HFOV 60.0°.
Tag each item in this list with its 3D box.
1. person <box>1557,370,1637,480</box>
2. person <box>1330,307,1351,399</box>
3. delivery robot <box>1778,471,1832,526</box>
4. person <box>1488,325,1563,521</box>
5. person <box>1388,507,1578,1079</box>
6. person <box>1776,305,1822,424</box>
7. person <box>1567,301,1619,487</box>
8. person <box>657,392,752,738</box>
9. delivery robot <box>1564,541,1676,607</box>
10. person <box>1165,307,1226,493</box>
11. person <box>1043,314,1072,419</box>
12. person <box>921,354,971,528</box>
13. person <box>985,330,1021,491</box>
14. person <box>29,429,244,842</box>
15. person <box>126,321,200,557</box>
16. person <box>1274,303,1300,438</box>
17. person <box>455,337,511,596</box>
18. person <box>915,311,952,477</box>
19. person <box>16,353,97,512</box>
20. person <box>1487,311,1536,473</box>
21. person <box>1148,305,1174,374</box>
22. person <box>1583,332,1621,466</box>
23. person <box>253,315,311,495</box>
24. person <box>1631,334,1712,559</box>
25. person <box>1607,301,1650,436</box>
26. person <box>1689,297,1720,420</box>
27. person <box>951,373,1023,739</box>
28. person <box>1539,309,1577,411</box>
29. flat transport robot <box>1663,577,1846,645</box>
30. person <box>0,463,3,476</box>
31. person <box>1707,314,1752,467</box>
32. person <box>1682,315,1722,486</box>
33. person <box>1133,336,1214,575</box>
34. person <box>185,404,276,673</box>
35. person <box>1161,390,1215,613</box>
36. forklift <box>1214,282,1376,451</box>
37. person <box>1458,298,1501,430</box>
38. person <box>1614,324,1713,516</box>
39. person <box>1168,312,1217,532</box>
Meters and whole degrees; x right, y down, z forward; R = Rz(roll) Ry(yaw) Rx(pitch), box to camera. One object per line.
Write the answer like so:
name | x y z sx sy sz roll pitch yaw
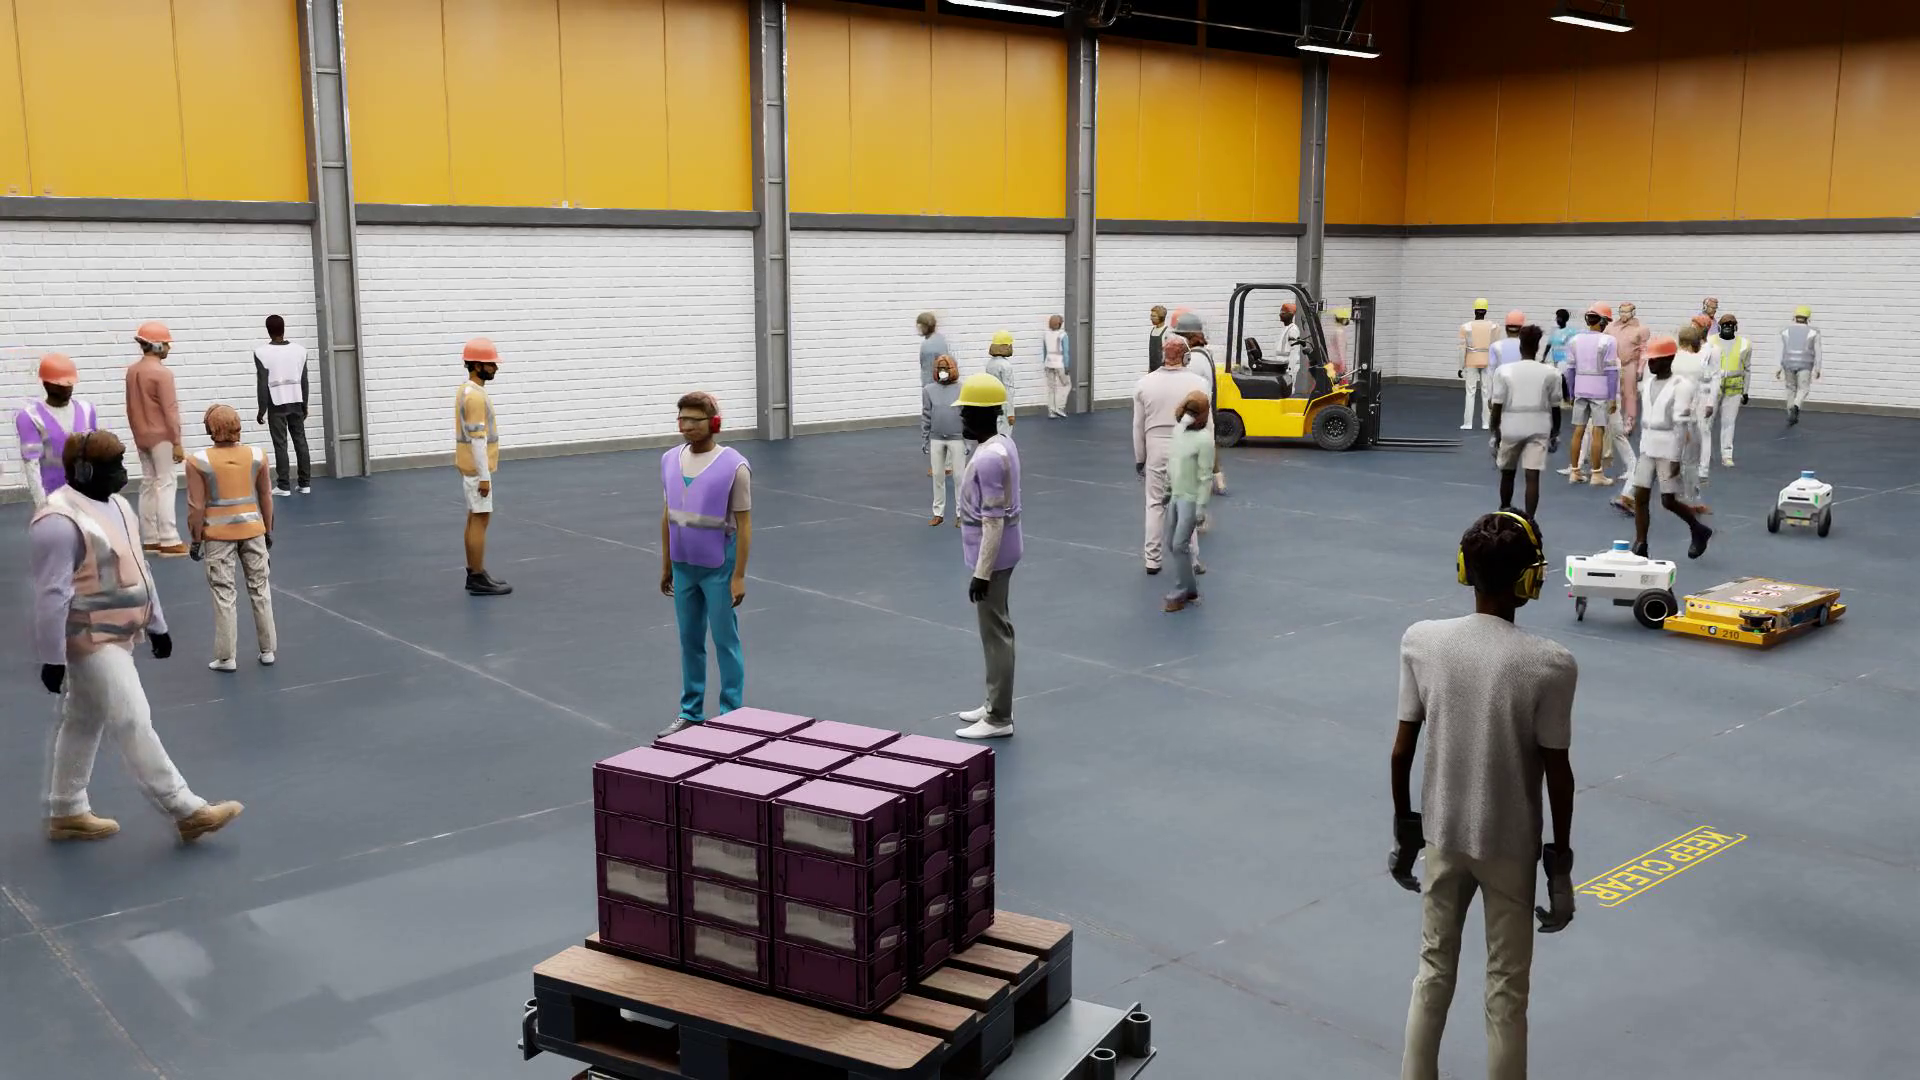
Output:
person | 7.335 -1.473 18.890 0.889 1.590 0.510 0 10 2
person | 5.962 -2.826 26.396 0.874 1.730 0.536 2 10 12
delivery robot | 7.777 -0.390 15.294 0.477 0.478 0.707 7 12 36
person | 5.116 -0.985 15.075 0.630 1.907 1.007 3 10 16
person | 1.416 0.840 4.523 0.523 1.870 0.317 8 13 40
person | 12.551 -2.609 24.920 0.614 1.807 0.672 8 12 39
person | 6.999 -1.608 18.374 0.383 2.036 0.605 -7 12 -35
person | -1.319 0.148 8.645 0.566 1.844 0.387 6 11 31
delivery robot | 4.579 0.248 11.559 0.707 0.478 0.477 3 10 18
person | 2.428 -1.457 17.604 0.641 2.008 0.540 -6 11 -30
person | 1.505 -2.693 25.879 0.548 1.625 0.390 9 13 43
person | -0.121 -0.925 15.575 0.501 1.626 0.282 3 10 17
person | 0.454 -1.386 17.926 0.300 1.743 0.493 -5 11 -28
person | -3.565 0.424 7.149 0.919 1.798 0.659 -1 10 -5
person | -6.764 -0.852 14.067 0.622 1.990 0.402 7 12 34
person | 4.569 -2.372 23.285 0.349 1.884 0.584 0 10 -2
person | -3.575 -0.546 12.461 0.382 1.933 0.542 -4 10 -21
person | -0.297 -1.649 19.006 0.433 1.907 0.657 1 10 8
person | -6.071 -0.330 11.355 1.024 1.870 0.563 7 12 36
person | 6.503 -1.744 19.637 0.546 1.884 1.009 4 10 22
person | 2.835 -2.400 23.568 0.332 1.842 0.508 -5 11 -27
person | 7.684 -1.688 20.079 0.558 1.626 0.346 9 13 41
person | -7.175 -1.424 17.650 0.397 1.915 0.587 8 12 37
person | 5.813 -0.735 13.632 0.721 1.910 0.554 -4 10 -22
person | 9.355 -2.417 23.488 0.404 1.908 0.636 -9 13 -41
person | 11.445 -2.765 25.544 0.639 1.902 0.407 -8 12 -37
person | 0.141 0.087 8.760 0.374 1.928 0.584 1 10 7
person | 9.742 -2.928 27.148 0.769 1.664 0.543 -3 10 -18
flat transport robot | 5.455 0.468 11.375 1.431 0.197 0.652 -9 13 -42
person | -9.080 -1.001 15.249 0.661 1.894 0.416 8 13 41
person | 9.183 -1.796 20.039 0.619 1.845 0.430 3 10 15
person | 8.142 -1.537 18.393 0.343 1.882 0.585 -2 10 -12
person | 1.703 -0.661 13.206 0.652 1.906 0.403 4 11 23
person | -4.445 -0.010 10.166 0.514 1.642 0.310 -9 13 -43
person | 1.619 -0.277 11.858 0.371 1.599 0.591 -3 10 -18
forklift | 4.328 -2.346 22.227 2.313 2.155 1.214 3 10 16
person | 7.547 -2.554 24.226 0.585 1.928 0.365 1 10 3
person | 6.868 -1.146 16.129 1.026 1.895 0.639 -3 10 -16
person | 2.068 -1.065 15.177 0.540 2.000 0.706 3 10 18
